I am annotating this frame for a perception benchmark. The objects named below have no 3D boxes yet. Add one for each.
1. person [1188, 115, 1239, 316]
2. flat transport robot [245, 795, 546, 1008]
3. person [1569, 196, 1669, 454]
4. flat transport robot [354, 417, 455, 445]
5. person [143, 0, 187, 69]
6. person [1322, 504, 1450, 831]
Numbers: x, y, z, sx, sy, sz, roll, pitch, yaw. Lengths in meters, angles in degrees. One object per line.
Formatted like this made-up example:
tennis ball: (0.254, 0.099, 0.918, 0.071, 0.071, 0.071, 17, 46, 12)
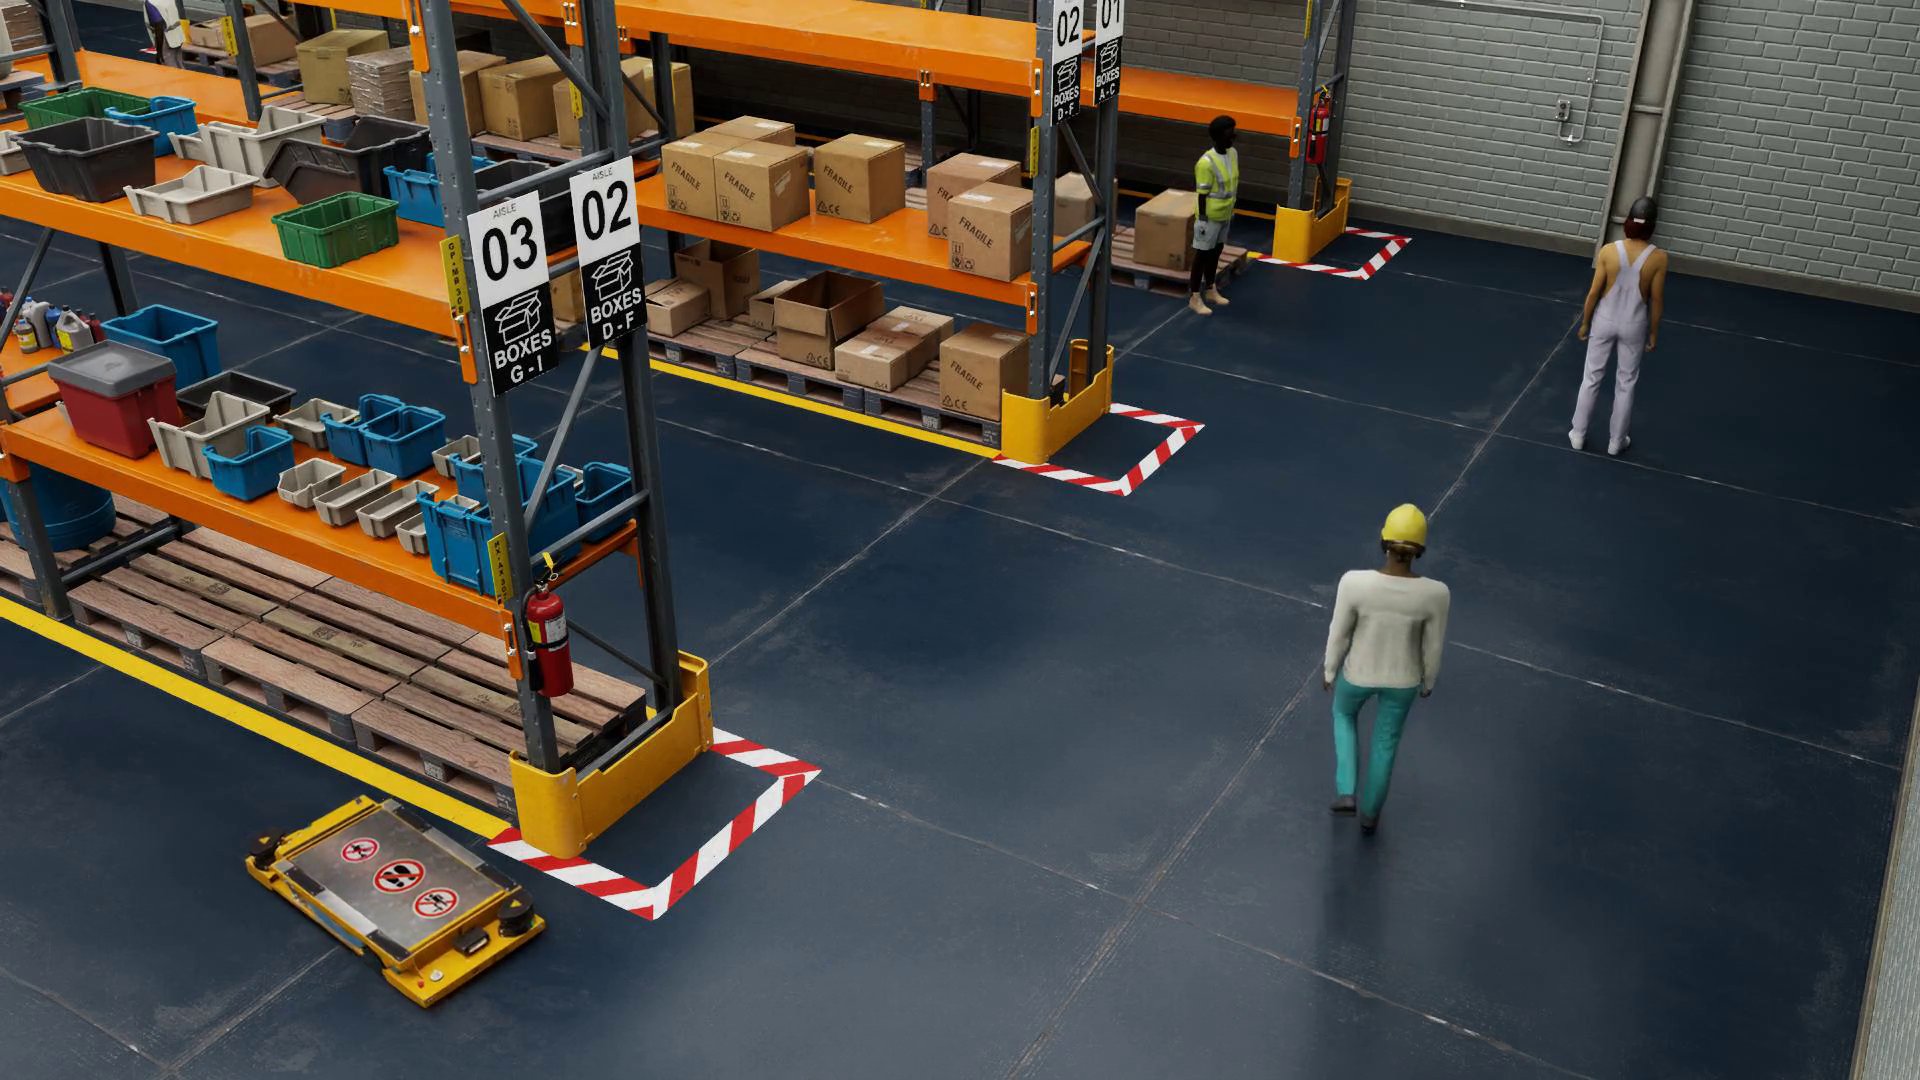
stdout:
person: (2.170, -2.761, 14.118, 0.316, 1.695, 0.540, 21, 36, 33)
flat transport robot: (-2.646, 1.617, 7.733, 1.431, 0.231, 0.659, 22, 36, 34)
person: (4.650, -1.515, 11.713, 0.533, 1.861, 0.381, 12, 31, 21)
flat transport robot: (-3.988, -0.560, 11.638, 1.431, 0.231, 0.659, 18, 34, 30)
person: (-9.175, -5.723, 19.282, 0.375, 1.843, 0.569, -1, 29, -2)
person: (2.025, 0.621, 7.991, 0.549, 1.750, 0.378, 5, 30, 9)
